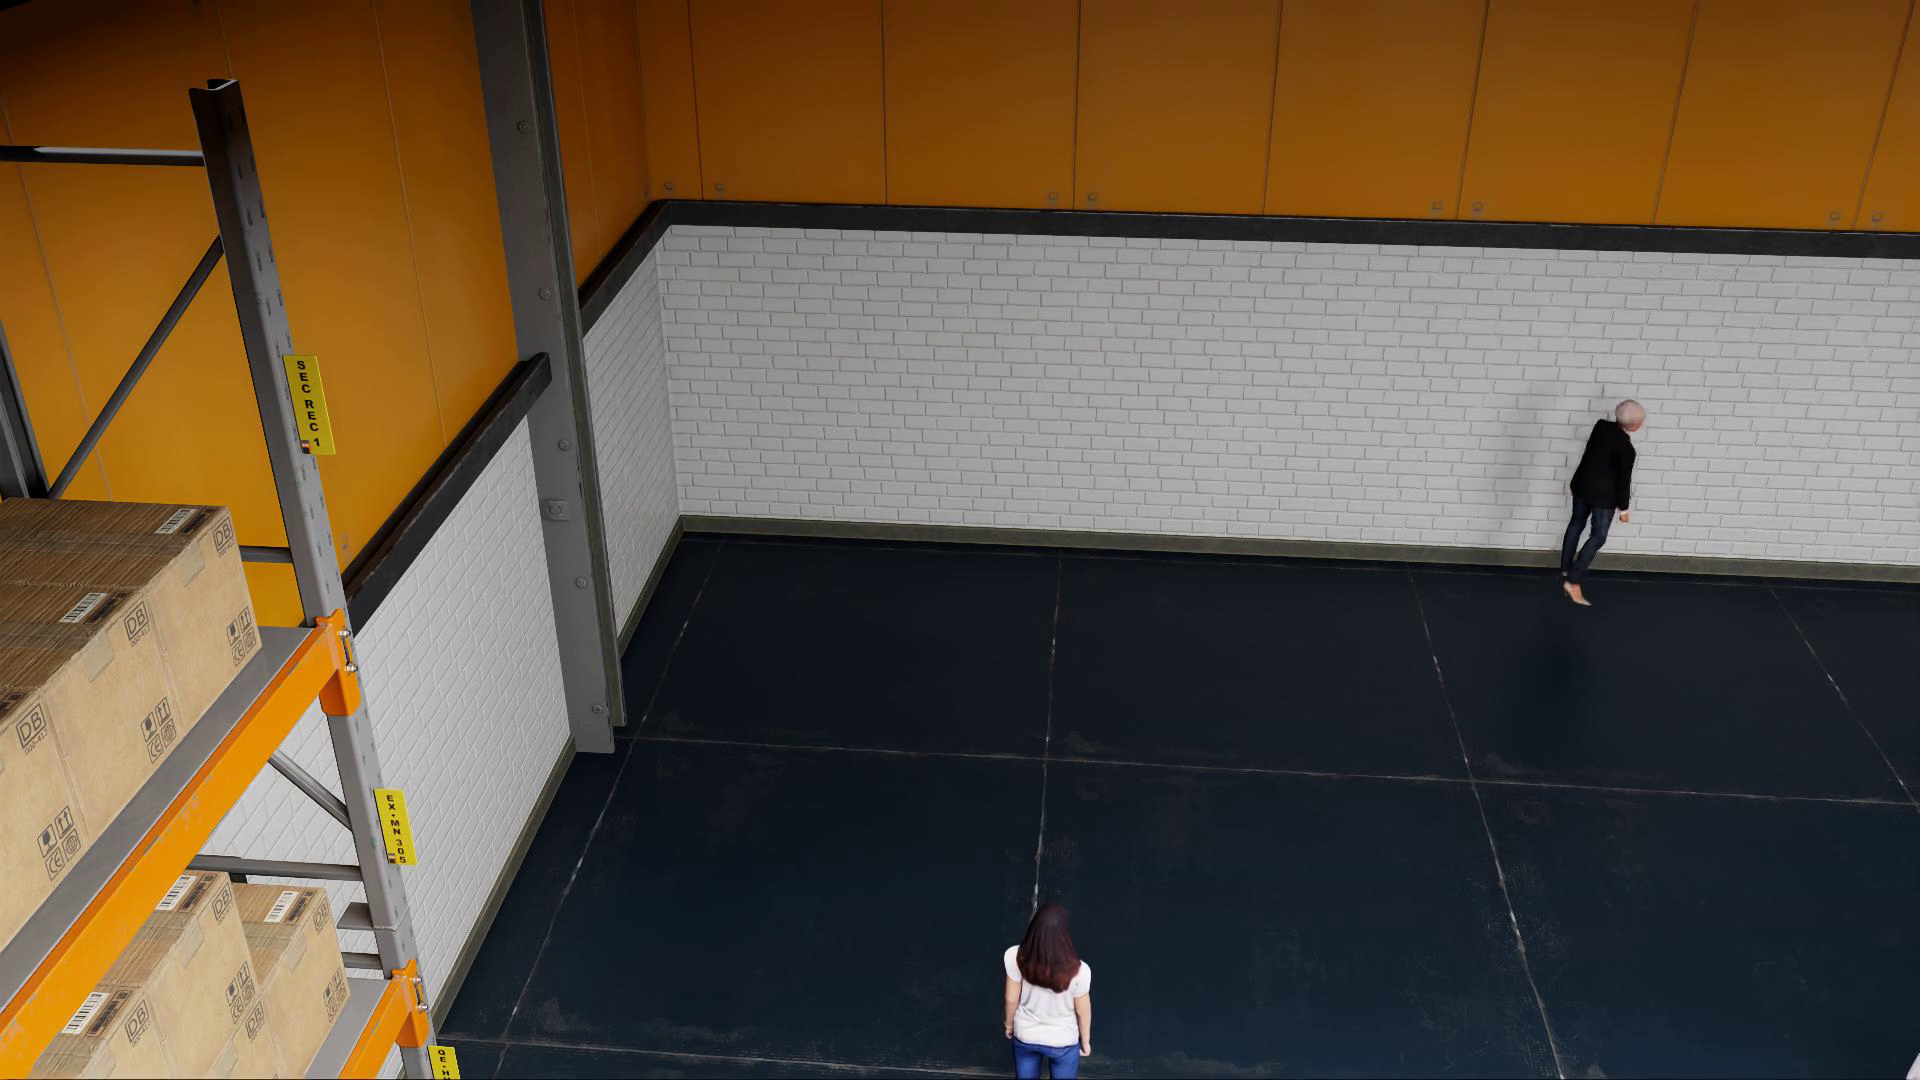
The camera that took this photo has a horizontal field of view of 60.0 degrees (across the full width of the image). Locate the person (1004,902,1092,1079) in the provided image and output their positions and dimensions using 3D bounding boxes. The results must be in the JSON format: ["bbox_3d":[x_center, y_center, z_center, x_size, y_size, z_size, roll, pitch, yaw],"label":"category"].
[{"bbox_3d":[0.435,2.524,8.415,0.650,1.684,0.598,9,30,16],"label":"person"}]

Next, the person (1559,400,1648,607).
[{"bbox_3d":[4.977,-0.384,13.207,0.861,1.759,0.765,-16,32,-27],"label":"person"}]
